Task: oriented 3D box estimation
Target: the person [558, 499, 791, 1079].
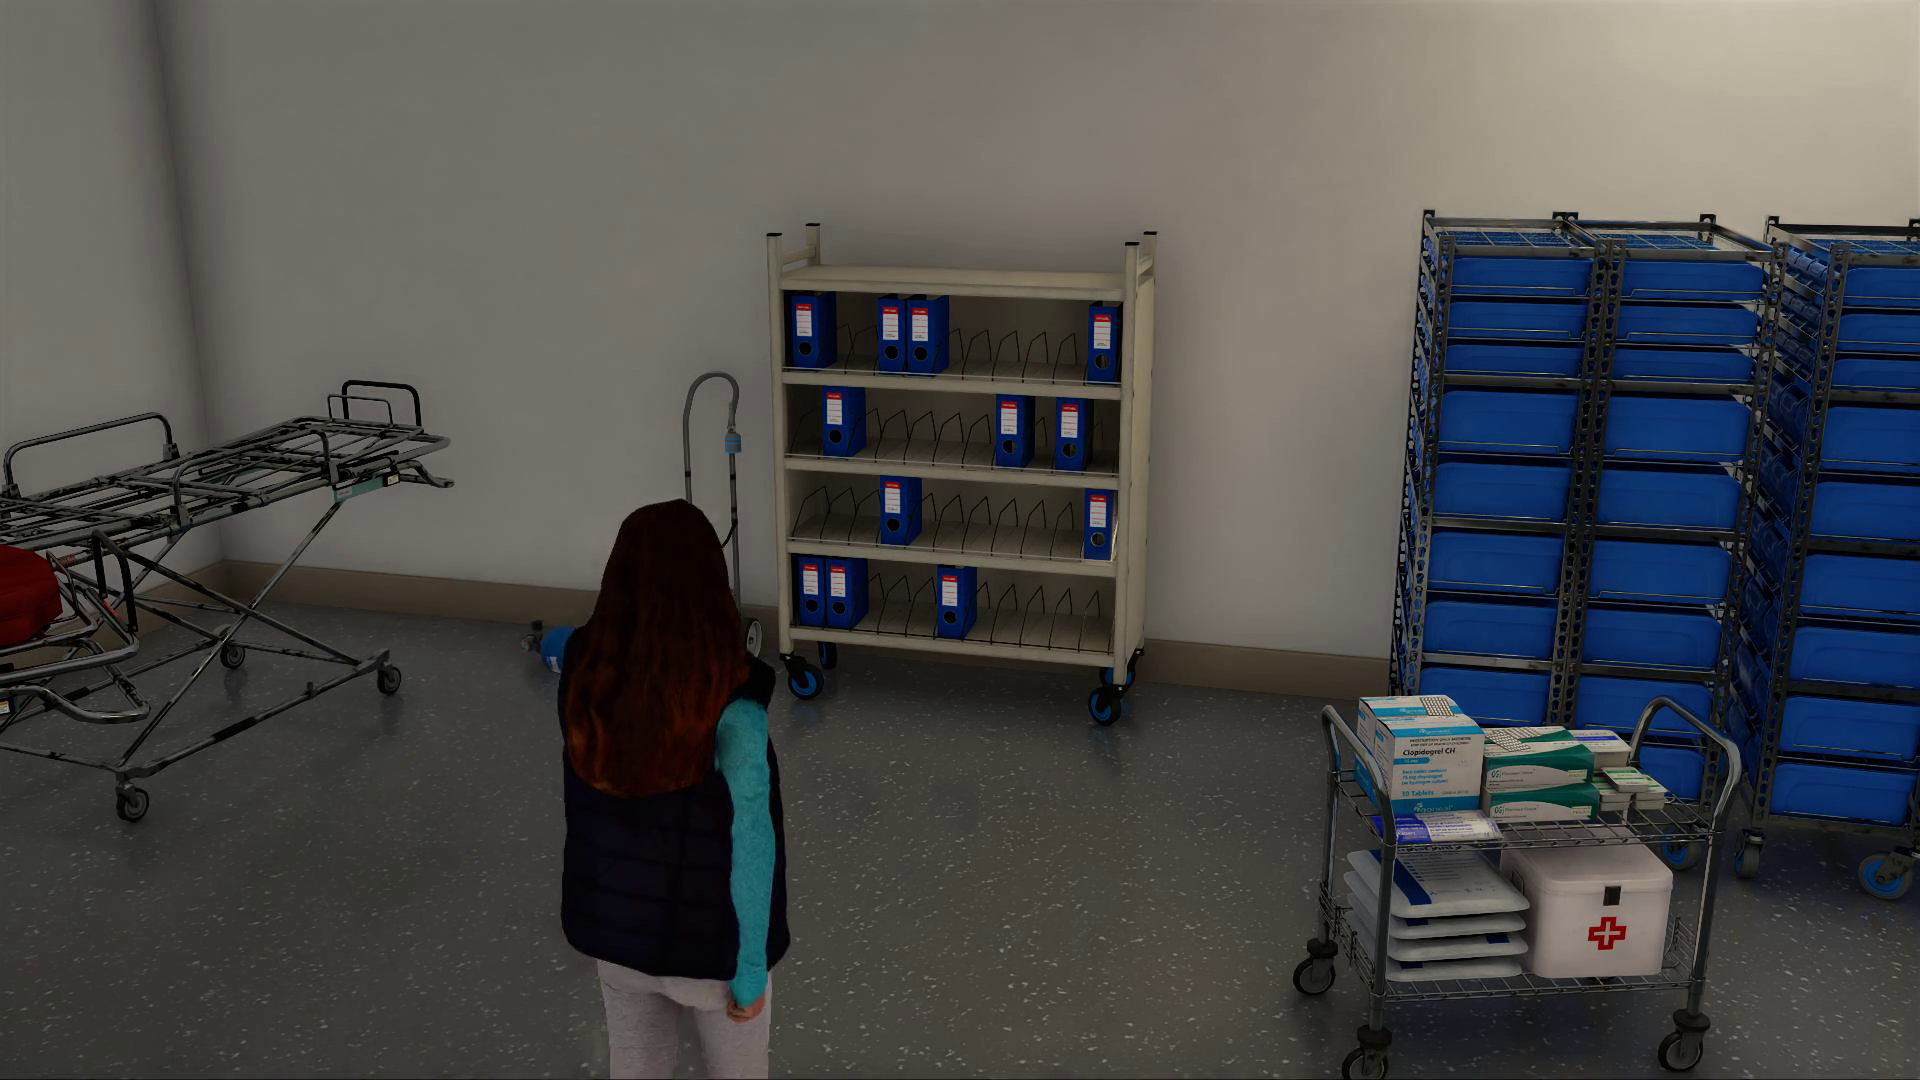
[{"bbox_3d":[-0.512,0.689,2.756,0.692,1.476,0.984,7,17,24],"label":"person"}]
